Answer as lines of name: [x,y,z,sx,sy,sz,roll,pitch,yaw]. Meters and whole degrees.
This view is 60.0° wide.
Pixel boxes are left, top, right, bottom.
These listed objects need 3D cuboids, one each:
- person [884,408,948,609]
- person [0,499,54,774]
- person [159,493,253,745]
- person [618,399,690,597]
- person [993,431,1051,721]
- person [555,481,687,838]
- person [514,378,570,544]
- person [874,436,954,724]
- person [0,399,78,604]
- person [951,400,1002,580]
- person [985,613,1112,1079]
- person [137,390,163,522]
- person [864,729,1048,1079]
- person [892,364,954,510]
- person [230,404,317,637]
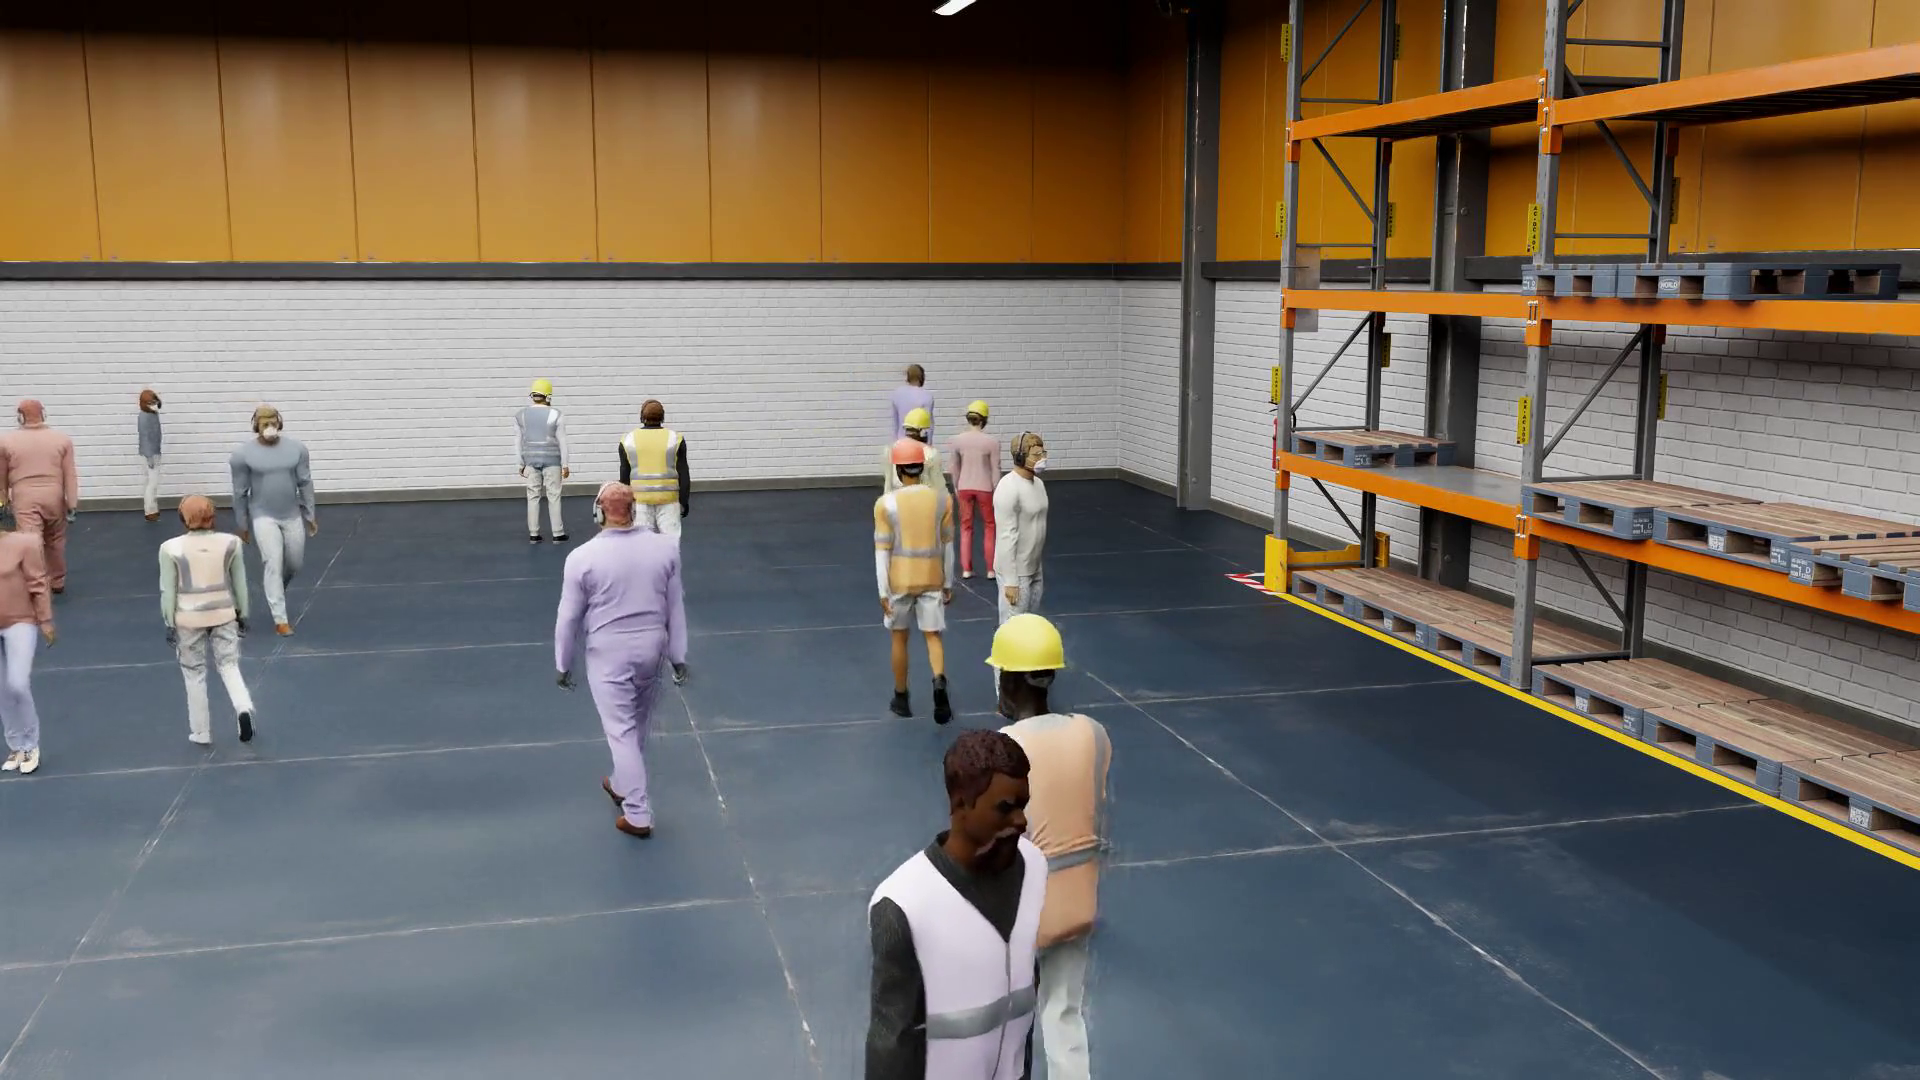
person: [-0.364,-0.292,14.960,0.606,1.783,0.908,7,11,37]
person: [-5.709,0.538,9.869,0.540,1.741,0.523,-1,9,-5]
person: [-4.701,0.518,10.404,0.521,1.625,0.553,-8,12,-41]
person: [-2.778,-0.363,15.197,0.633,1.846,0.429,-1,9,-5]
person: [0.420,0.236,11.168,0.377,1.940,0.628,4,10,22]
person: [-1.889,0.612,9.005,0.679,1.868,0.904,-7,11,-37]
person: [-4.595,-0.865,18.365,0.597,1.831,0.403,1,9,8]
person: [-0.285,0.278,10.993,0.554,1.915,0.752,-2,9,-13]
person: [-8.400,-0.348,15.145,0.650,1.863,1.021,-6,11,-32]
person: [0.168,-0.479,16.196,0.543,1.764,0.352,3,10,19]
person: [0.239,1.188,5.323,0.597,1.912,0.458,-6,11,-34]
person: [-9.752,-1.030,20.152,0.311,1.593,0.695,-2,9,-12]
person: [-0.046,1.376,4.194,0.729,1.896,0.592,8,12,41]
person: [-0.479,-1.152,19.968,0.655,1.895,0.909,7,11,37]
person: [-5.751,-0.190,13.918,0.633,1.913,0.833,-8,12,-40]
